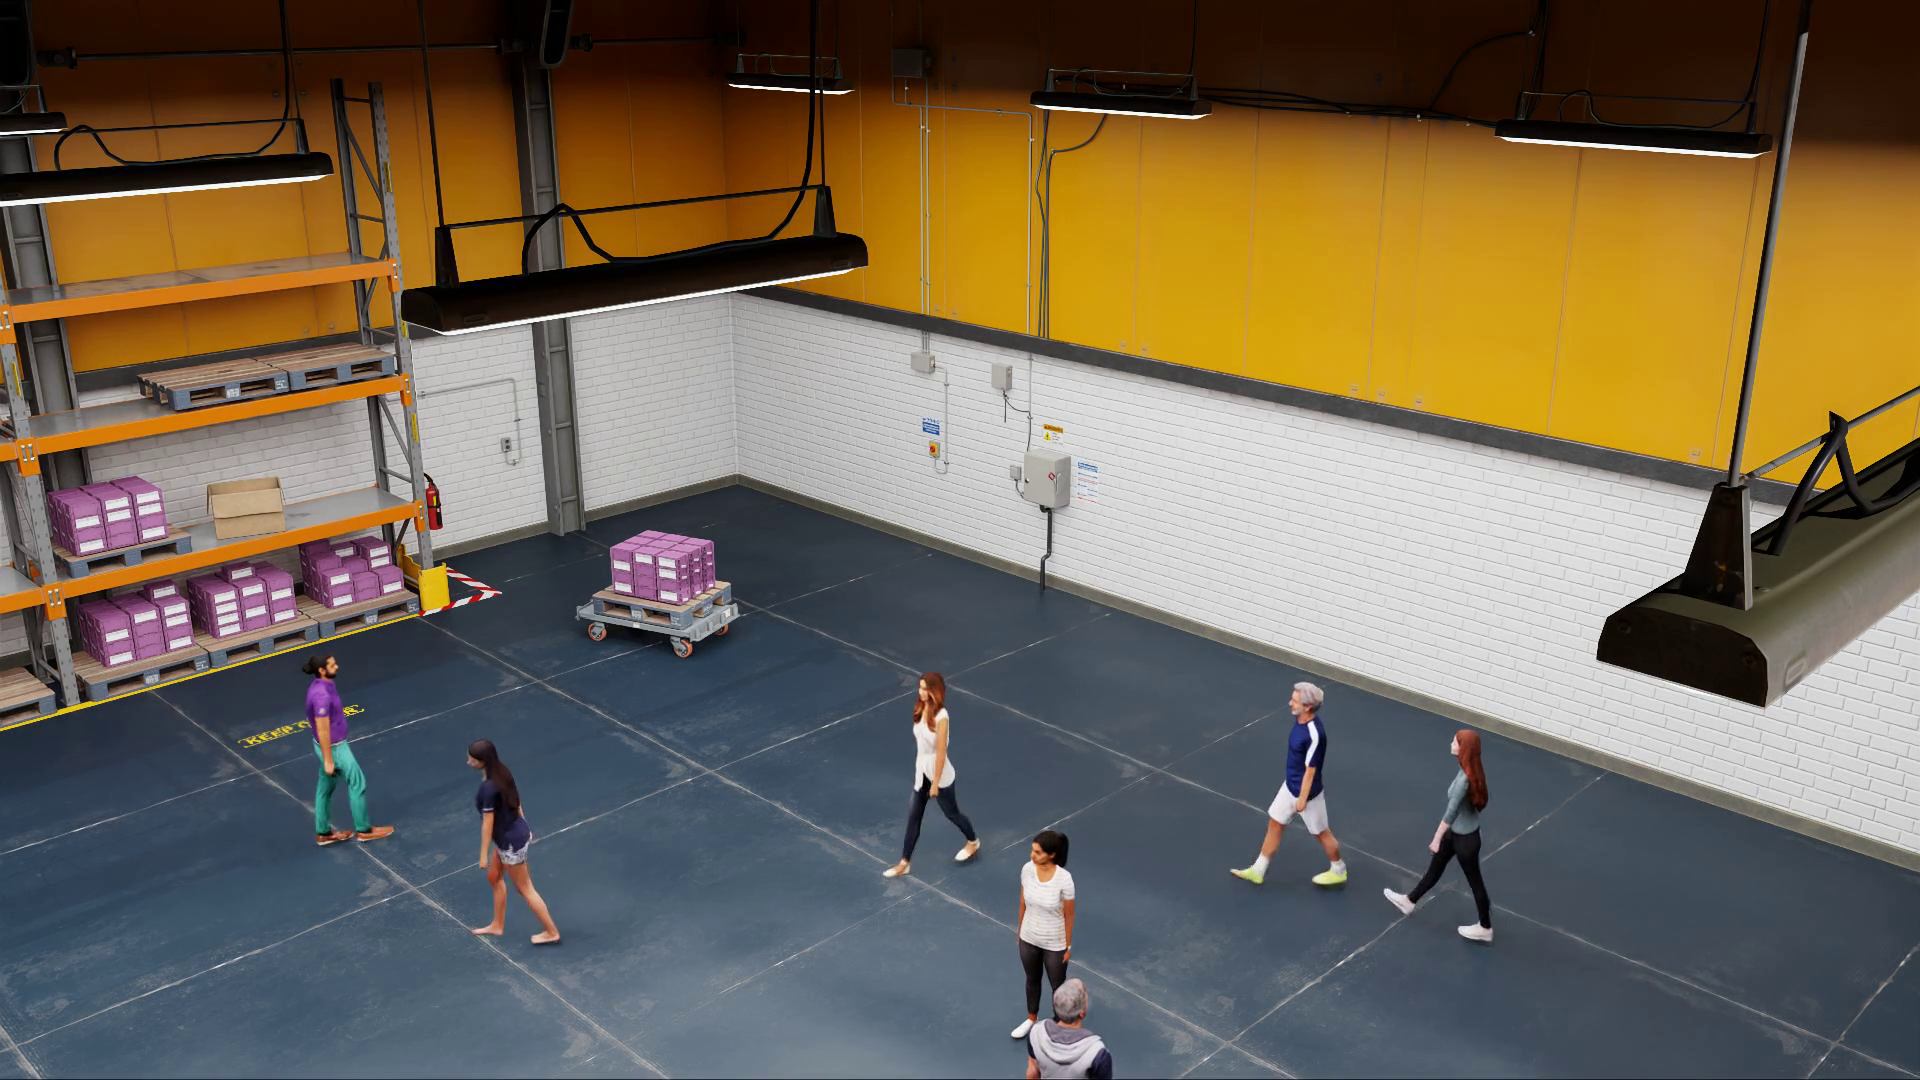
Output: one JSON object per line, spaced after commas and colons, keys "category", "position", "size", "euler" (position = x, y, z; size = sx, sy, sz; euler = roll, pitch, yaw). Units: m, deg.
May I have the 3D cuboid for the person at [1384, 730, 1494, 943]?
{"category": "person", "position": [3.892, 2.283, 12.582], "size": [0.866, 1.703, 1.097], "euler": [11, 21, 29]}

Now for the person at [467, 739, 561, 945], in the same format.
{"category": "person", "position": [-3.308, 2.287, 12.533], "size": [0.997, 1.727, 0.934], "euler": [2, 19, 6]}

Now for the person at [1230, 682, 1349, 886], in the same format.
{"category": "person", "position": [2.829, 1.999, 13.289], "size": [1.262, 1.790, 1.130], "euler": [-2, 19, -6]}

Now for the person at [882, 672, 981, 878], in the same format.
{"category": "person", "position": [-0.120, 1.915, 13.623], "size": [1.189, 1.737, 0.734], "euler": [-13, 22, -33]}

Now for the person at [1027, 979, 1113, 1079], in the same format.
{"category": "person", "position": [0.602, 3.297, 9.374], "size": [0.729, 1.829, 0.631], "euler": [12, 22, 31]}

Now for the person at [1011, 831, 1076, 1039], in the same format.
{"category": "person", "position": [0.589, 2.716, 11.391], "size": [0.592, 1.643, 0.550], "euler": [13, 22, 33]}

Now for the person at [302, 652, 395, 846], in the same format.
{"category": "person", "position": [-5.384, 1.781, 13.993], "size": [0.959, 1.756, 0.821], "euler": [-8, 20, -23]}
